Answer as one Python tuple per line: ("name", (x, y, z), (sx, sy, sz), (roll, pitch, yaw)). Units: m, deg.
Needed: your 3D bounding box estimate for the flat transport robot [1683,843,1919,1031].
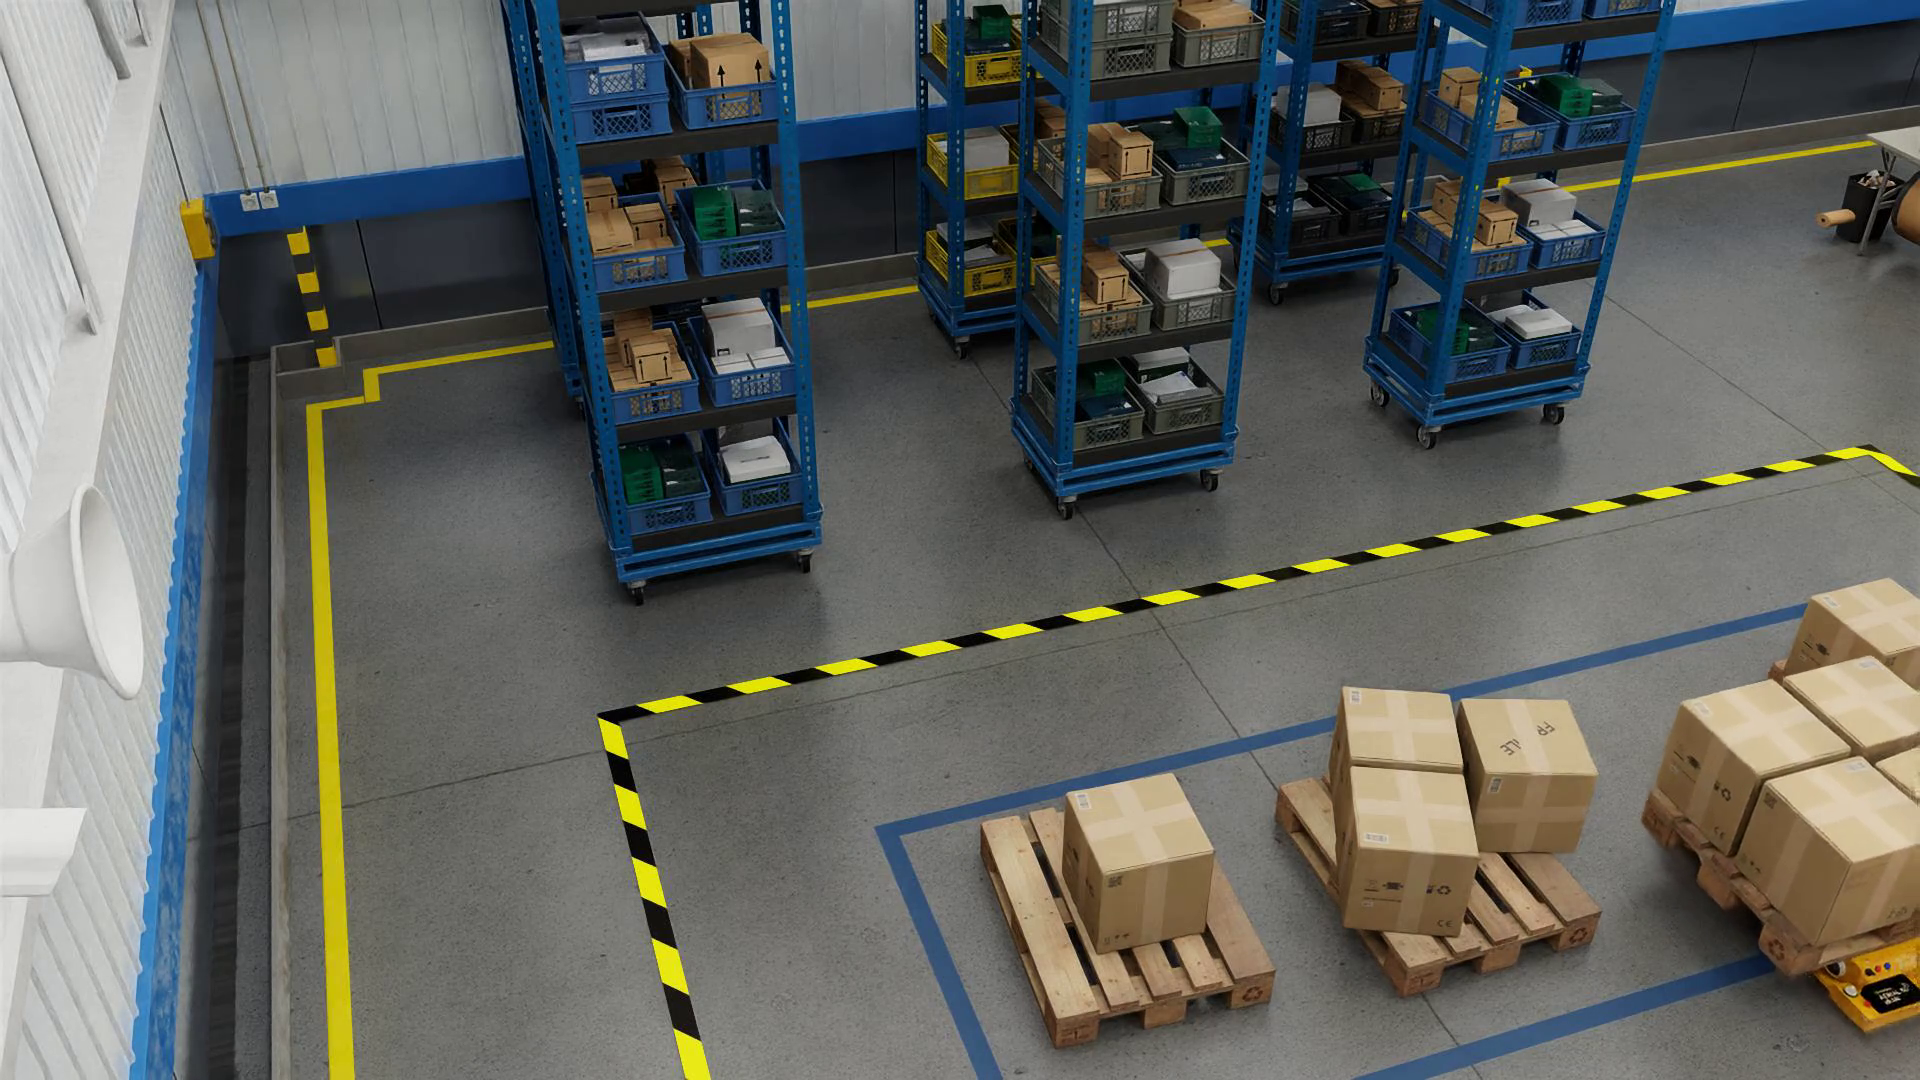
("flat transport robot", (3.981, 1.601, 7.762), (0.652, 0.197, 1.431), (-11, 37, -15))
